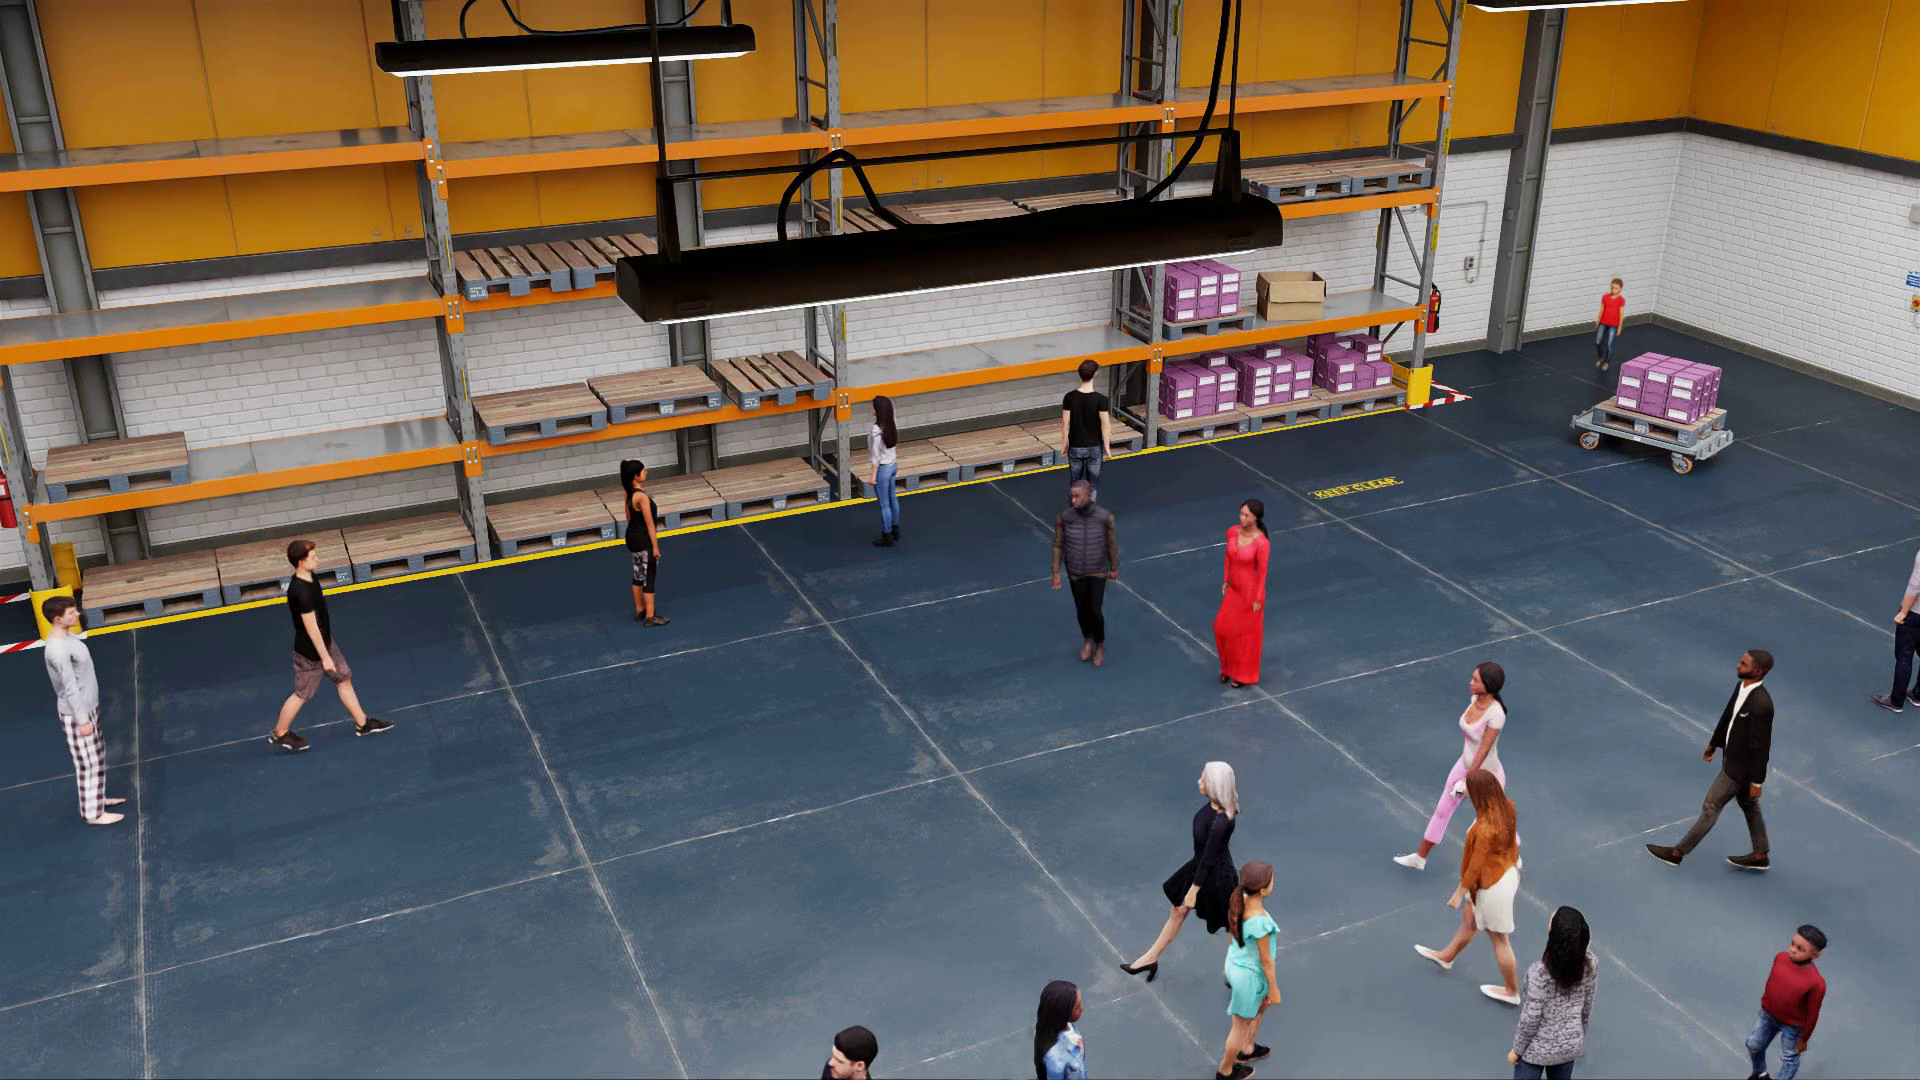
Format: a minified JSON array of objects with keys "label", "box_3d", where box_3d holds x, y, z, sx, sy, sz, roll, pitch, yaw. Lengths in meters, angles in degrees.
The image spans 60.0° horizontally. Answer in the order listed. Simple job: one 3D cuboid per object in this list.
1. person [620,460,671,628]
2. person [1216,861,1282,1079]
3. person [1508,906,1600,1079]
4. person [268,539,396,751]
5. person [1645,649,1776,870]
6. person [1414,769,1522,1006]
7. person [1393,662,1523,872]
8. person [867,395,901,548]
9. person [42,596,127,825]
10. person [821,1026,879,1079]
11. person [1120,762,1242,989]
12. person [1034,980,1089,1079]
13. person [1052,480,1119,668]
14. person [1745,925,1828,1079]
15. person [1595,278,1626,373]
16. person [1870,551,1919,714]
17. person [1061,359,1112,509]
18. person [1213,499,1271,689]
[{"label":"person","box_3d":[-2.985,0.010,15.591,0.585,1.661,0.624,-18,29,-35]},{"label":"person","box_3d":[1.638,2.587,9.838,0.685,1.547,0.603,-5,24,-12]},{"label":"person","box_3d":[3.256,2.767,9.194,0.496,1.732,0.700,-7,25,-16]},{"label":"person","box_3d":[-5.306,0.878,13.406,1.269,1.821,0.864,-6,24,-12]},{"label":"person","box_3d":[5.642,1.614,11.805,1.226,1.755,1.101,5,24,11]},{"label":"person","box_3d":[3.445,2.234,10.502,1.038,1.663,1.051,17,29,33]},{"label":"person","box_3d":[3.770,1.673,11.757,1.226,1.684,0.777,-5,24,-11]},{"label":"person","box_3d":[-0.780,-0.728,17.316,0.732,1.631,0.665,9,25,20]},{"label":"person","box_3d":[-6.619,1.268,12.480,0.527,1.847,0.623,-9,25,-20]},{"label":"person","box_3d":[-0.500,3.139,8.135,0.600,1.901,0.695,-13,27,-28]},{"label":"person","box_3d":[1.688,2.191,10.552,1.215,1.700,0.973,2,24,4]},{"label":"person","box_3d":[0.410,3.009,8.696,1.096,1.689,0.876,0,24,-1]},{"label":"person","box_3d":[1.170,0.271,14.825,0.864,1.796,0.930,3,24,6]},{"label":"person","box_3d":[4.904,2.776,9.775,0.476,1.250,0.508,-11,26,-23]},{"label":"person","box_3d":[8.951,-2.975,22.869,0.592,1.302,0.626,16,28,32]},{"label":"person","box_3d":[8.158,0.582,14.058,0.485,1.841,0.727,-9,25,-20]},{"label":"person","box_3d":[1.318,-0.970,17.538,0.845,1.897,0.910,7,25,16]},{"label":"person","box_3d":[2.527,0.457,14.430,0.749,1.773,0.720,-20,30,-38]}]
